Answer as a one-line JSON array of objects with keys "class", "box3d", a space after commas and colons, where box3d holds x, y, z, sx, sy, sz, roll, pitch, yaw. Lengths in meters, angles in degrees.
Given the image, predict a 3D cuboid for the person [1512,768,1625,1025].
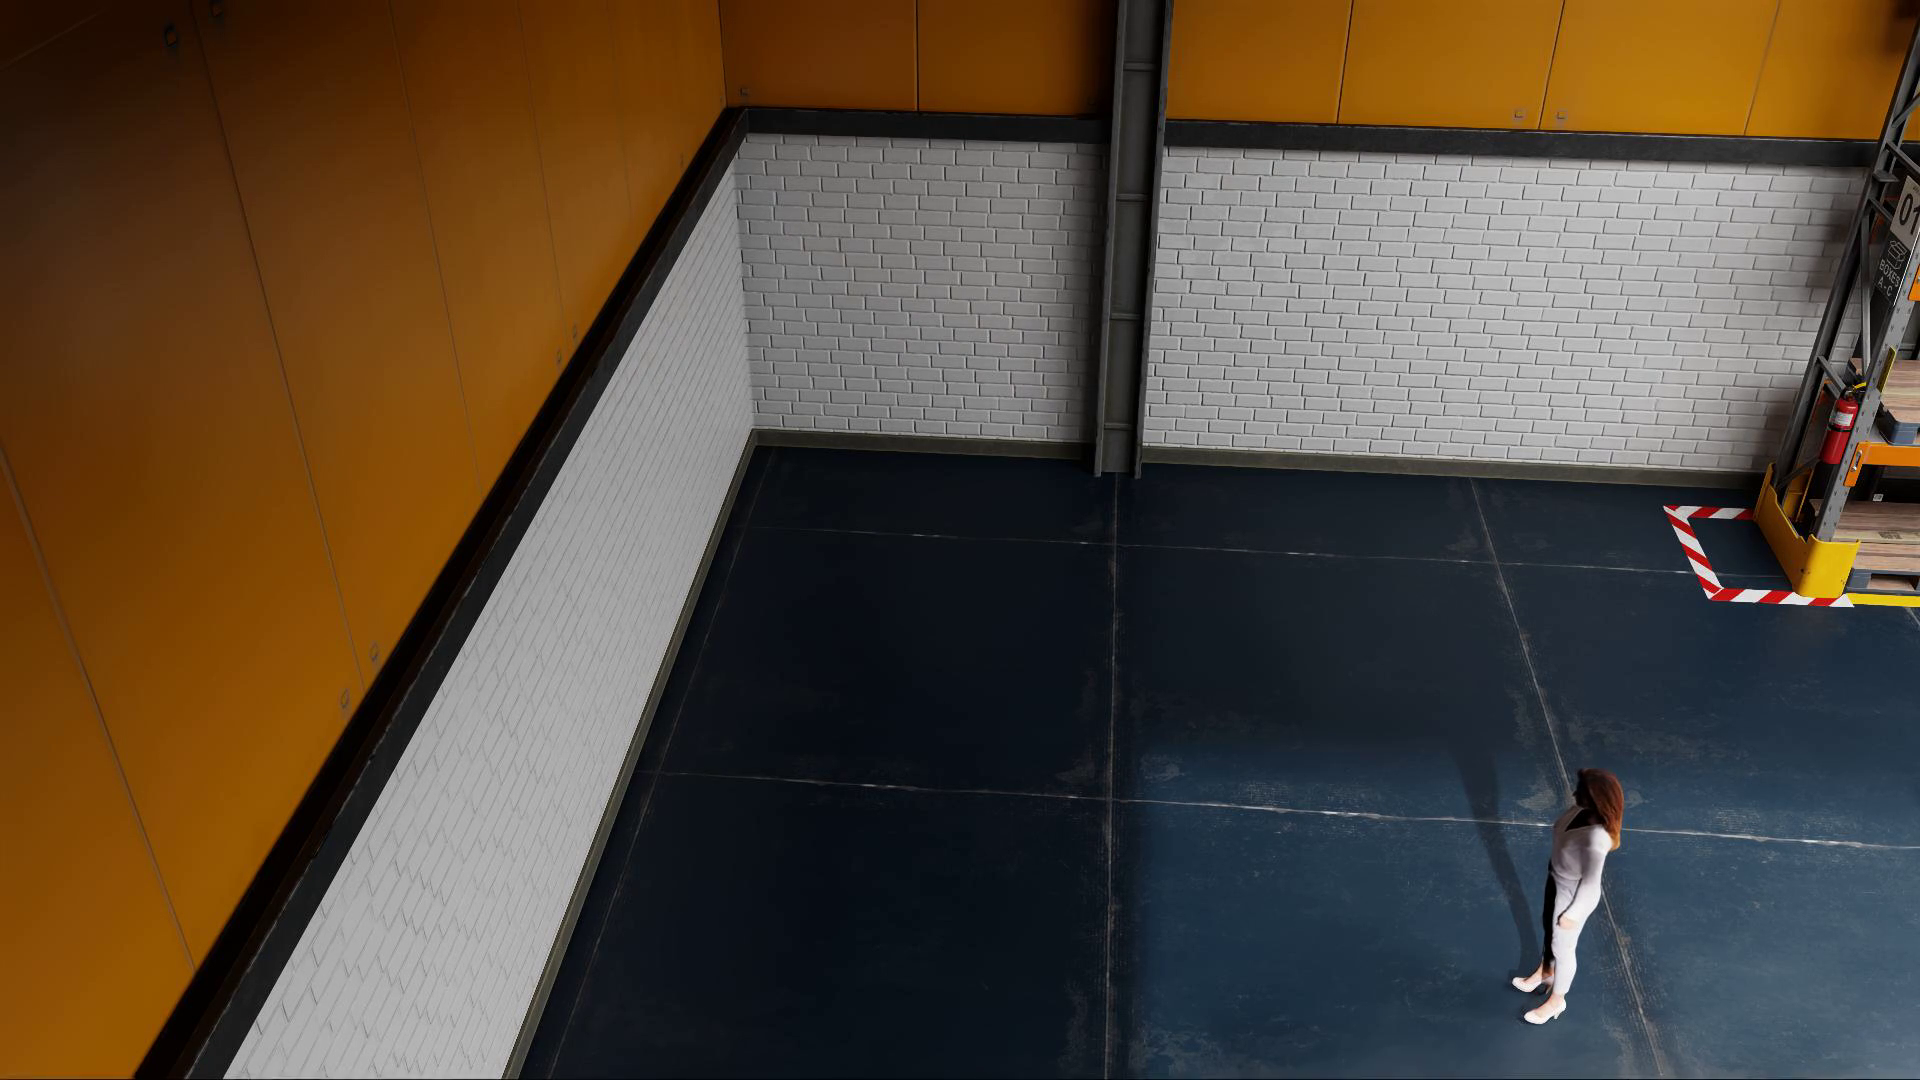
[{"class": "person", "box3d": [3.273, 1.898, 8.916, 0.518, 1.767, 0.570, 2, 34, 3]}]
